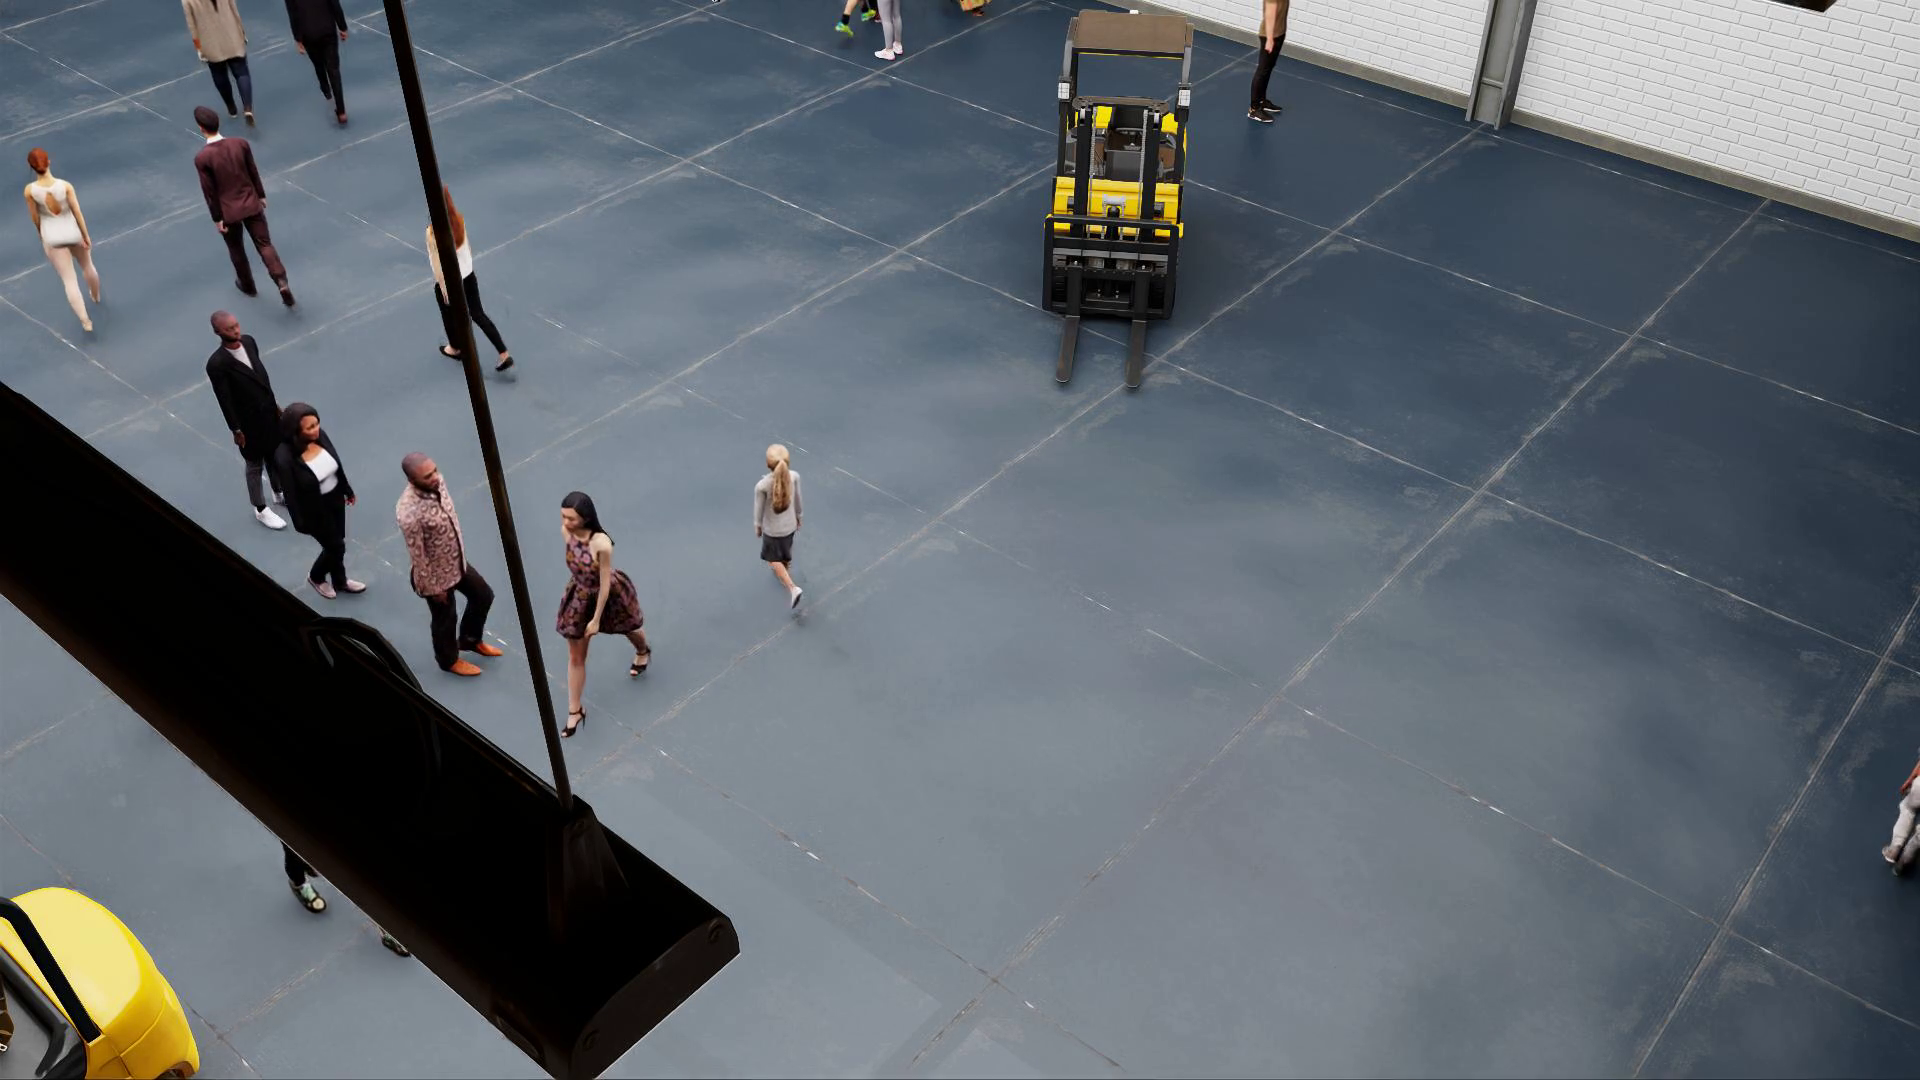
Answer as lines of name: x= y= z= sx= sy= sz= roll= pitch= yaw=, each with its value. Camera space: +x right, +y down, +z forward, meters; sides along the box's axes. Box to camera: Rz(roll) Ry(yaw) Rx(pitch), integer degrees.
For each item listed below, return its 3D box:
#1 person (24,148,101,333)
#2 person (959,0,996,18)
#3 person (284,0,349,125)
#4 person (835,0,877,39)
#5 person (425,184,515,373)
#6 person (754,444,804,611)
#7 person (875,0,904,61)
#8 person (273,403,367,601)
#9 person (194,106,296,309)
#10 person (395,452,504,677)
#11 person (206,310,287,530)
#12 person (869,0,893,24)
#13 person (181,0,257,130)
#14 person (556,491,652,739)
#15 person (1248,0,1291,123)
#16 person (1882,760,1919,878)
person: x=-7.734 y=-2.559 z=14.360 sx=0.772 sy=1.608 sz=1.108 roll=-20 pitch=43 yaw=-24
person: x=-0.030 y=-7.266 z=20.253 sx=0.848 sy=1.608 sz=1.389 roll=-29 pitch=47 yaw=-32
person: x=-6.790 y=-5.335 z=17.668 sx=1.137 sy=1.817 sz=1.347 roll=-13 pitch=40 yaw=-16
person: x=-1.245 y=-6.805 z=19.496 sx=1.134 sy=1.832 sz=0.732 roll=23 pitch=44 yaw=26
person: x=-4.092 y=-2.118 z=13.742 sx=1.103 sy=1.690 sz=0.653 roll=25 pitch=45 yaw=28
person: x=-1.238 y=-0.095 z=11.553 sx=0.613 sy=1.260 sz=0.825 roll=-24 pitch=44 yaw=-27
person: x=-0.821 y=-6.348 z=19.104 sx=0.553 sy=1.608 sz=0.587 roll=22 pitch=44 yaw=25
person: x=-4.506 y=-0.263 z=11.493 sx=0.800 sy=1.598 sz=0.765 roll=10 pitch=40 yaw=12
person: x=-6.281 y=-2.886 z=14.583 sx=0.809 sy=1.840 sz=1.164 roll=-29 pitch=47 yaw=-31
person: x=-3.454 y=0.159 z=10.814 sx=0.822 sy=1.785 sz=0.824 roll=7 pitch=39 yaw=9
person: x=-5.189 y=-0.915 z=12.180 sx=0.691 sy=1.761 sz=0.723 roll=11 pitch=40 yaw=14
person: x=-0.992 y=-7.065 z=19.952 sx=0.761 sy=1.671 sz=0.585 roll=-19 pitch=43 yaw=-23
person: x=-7.788 y=-5.247 z=17.521 sx=1.008 sy=1.864 sz=1.224 roll=-16 pitch=41 yaw=-19
person: x=-2.225 y=0.377 z=10.599 sx=1.141 sy=1.715 sz=0.847 roll=18 pitch=42 yaw=21
person: x=3.346 y=-5.431 z=17.762 sx=0.643 sy=1.851 sz=0.713 roll=17 pitch=42 yaw=20
person: x=5.601 y=1.471 z=9.557 sx=0.444 sy=1.303 sz=0.574 roll=31 pitch=48 yaw=33
